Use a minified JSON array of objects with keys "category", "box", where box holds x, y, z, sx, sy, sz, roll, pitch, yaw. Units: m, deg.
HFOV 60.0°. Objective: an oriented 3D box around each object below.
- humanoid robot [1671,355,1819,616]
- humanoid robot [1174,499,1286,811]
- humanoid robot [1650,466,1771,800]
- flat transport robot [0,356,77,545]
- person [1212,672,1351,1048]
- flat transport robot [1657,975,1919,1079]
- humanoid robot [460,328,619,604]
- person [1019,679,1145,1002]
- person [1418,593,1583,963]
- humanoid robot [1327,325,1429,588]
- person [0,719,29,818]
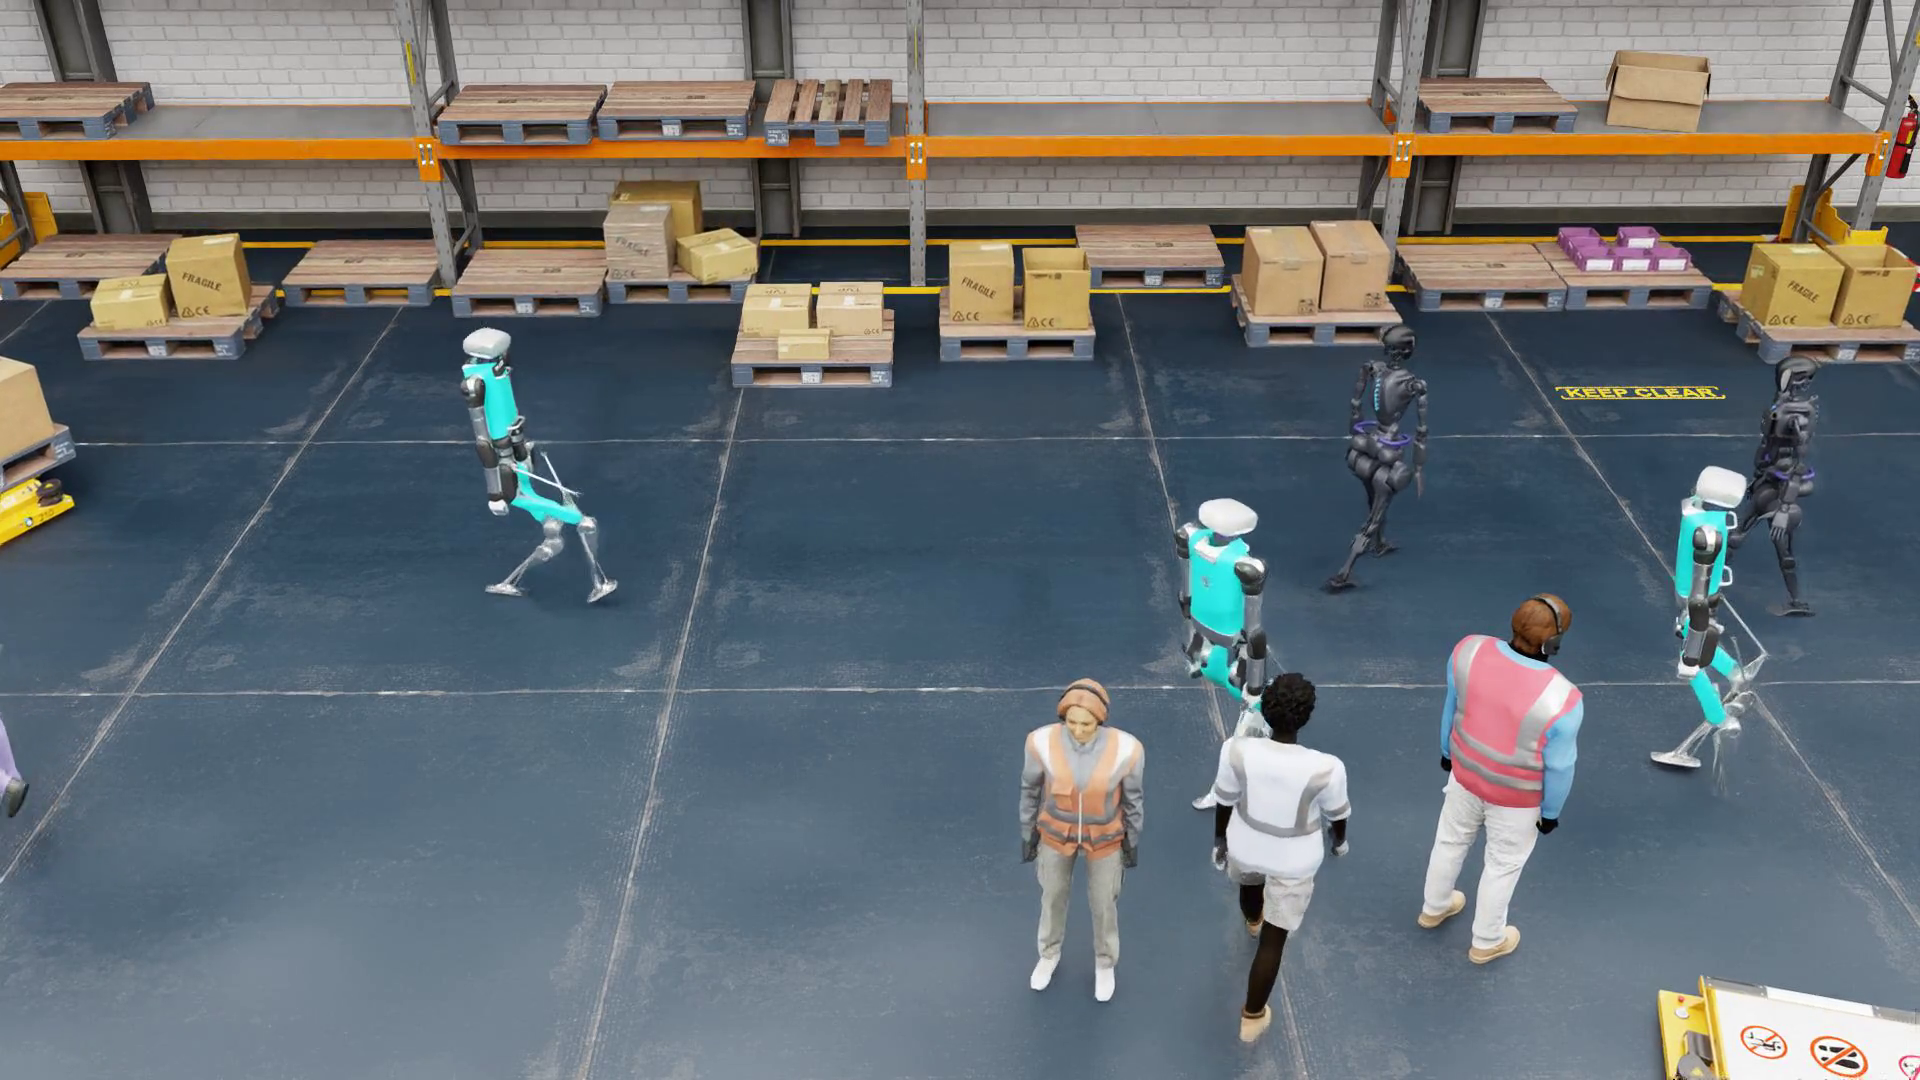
[{"category":"humanoid robot","box":[4.686,-0.286,9.570,0.806,1.627,0.608,4,31,6]},{"category":"humanoid robot","box":[1.427,0.531,8.121,0.825,1.793,0.561,-22,38,-32]},{"category":"humanoid robot","box":[3.795,0.538,8.200,0.763,1.897,0.545,10,32,15]},{"category":"flat transport robot","box":[-6.598,-0.305,10.919,1.431,0.231,0.659,15,34,23]},{"category":"person","box":[1.334,1.264,6.963,0.546,1.649,0.886,15,34,24]},{"category":"flat transport robot","box":[3.636,2.188,6.768,1.431,0.231,0.659,8,32,13]},{"category":"humanoid robot","box":[-2.360,-0.369,9.642,1.010,1.778,0.535,3,31,5]},{"category":"person","box":[0.504,1.256,6.997,0.516,1.630,0.313,5,31,8]},{"category":"person","box":[2.345,1.022,7.198,0.431,1.836,0.629,-23,38,-33]},{"category":"humanoid robot","box":[2.515,-0.515,9.948,0.780,1.629,0.602,-21,37,-31]},{"category":"person","box":[-4.832,0.581,7.940,0.555,1.819,0.597,14,34,21]}]
